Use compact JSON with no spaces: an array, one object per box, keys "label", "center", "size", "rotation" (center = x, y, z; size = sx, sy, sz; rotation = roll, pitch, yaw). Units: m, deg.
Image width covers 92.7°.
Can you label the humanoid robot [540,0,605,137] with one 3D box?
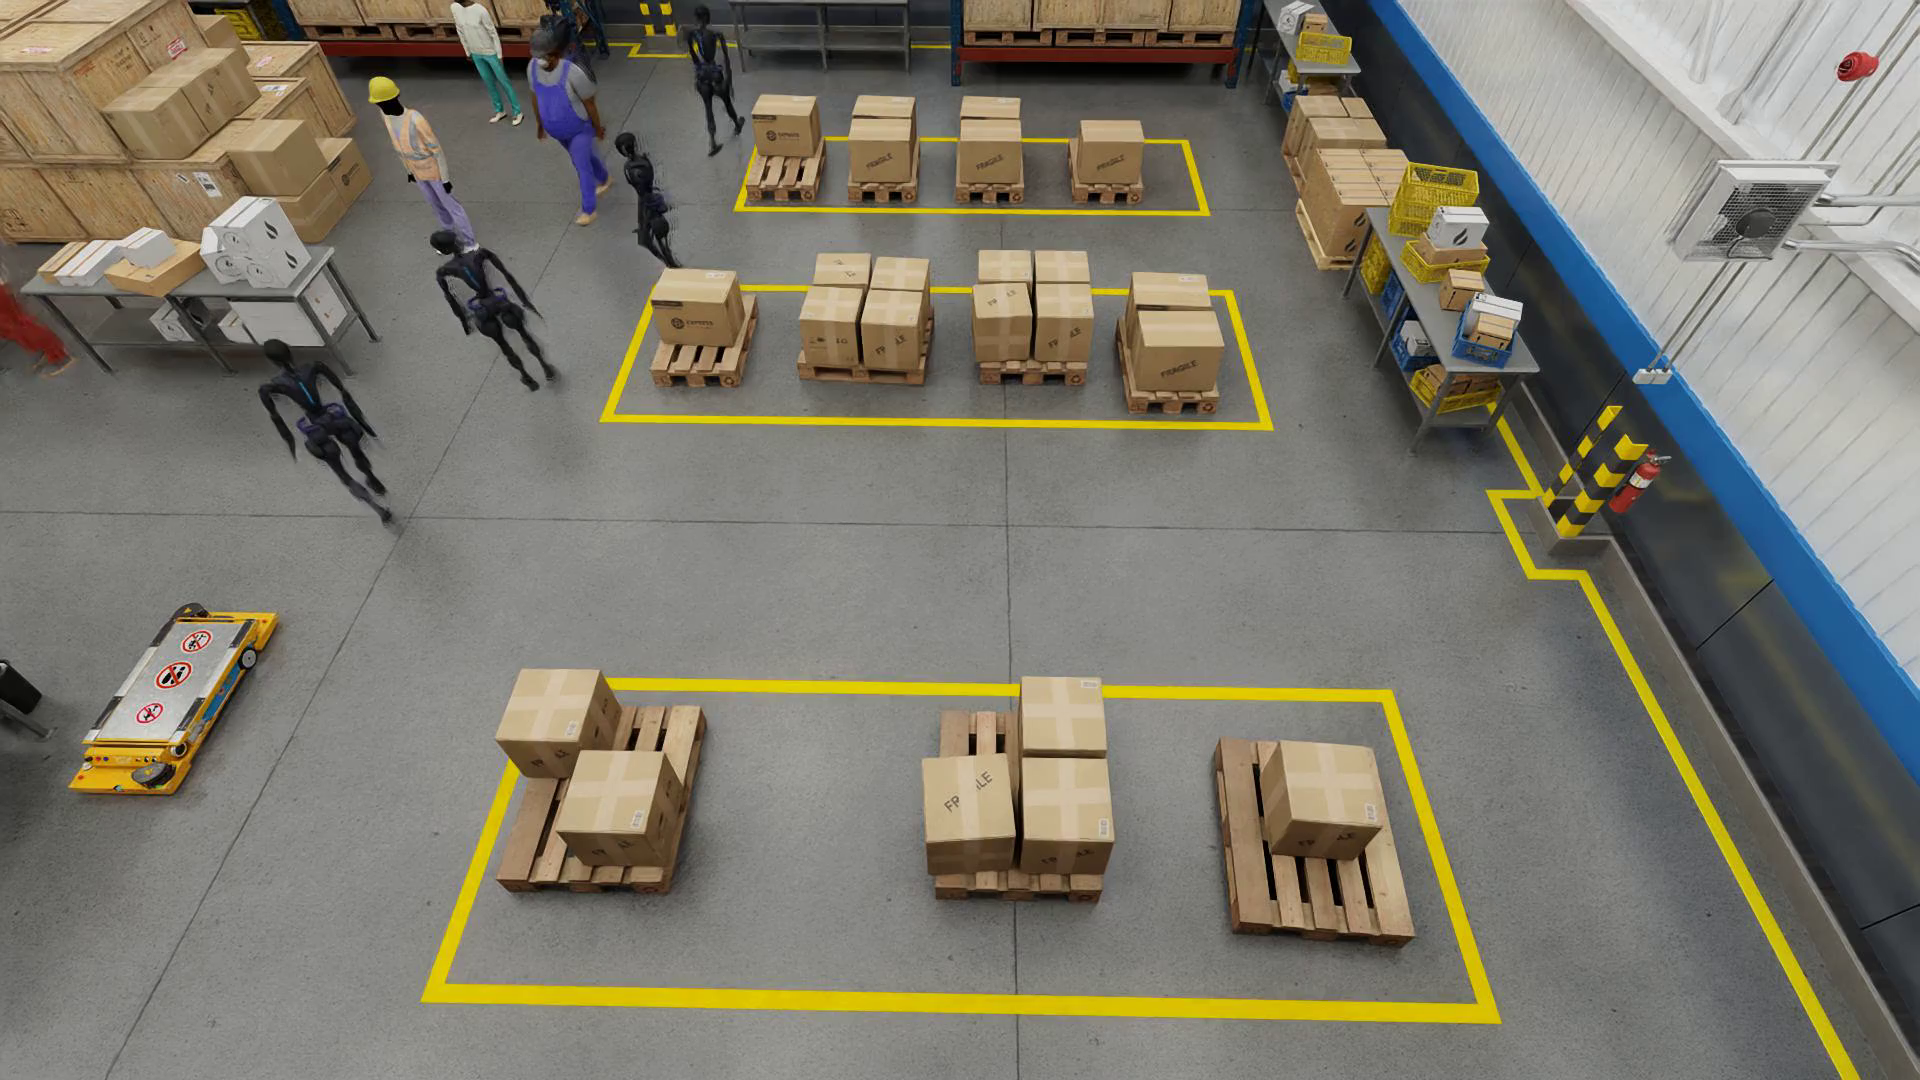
[{"label":"humanoid robot","center":[-4.881,-5.946,11.474],"size":[0.580,1.653,0.315],"rotation":[14,51,12]}]

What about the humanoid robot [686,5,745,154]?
[{"label":"humanoid robot","center":[-3.041,-5.692,11.296],"size":[0.548,1.621,0.818],"rotation":[8,50,7]}]

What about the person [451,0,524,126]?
[{"label":"person","center":[-6.033,-6.166,11.602],"size":[0.528,1.767,0.327],"rotation":[11,51,9]}]

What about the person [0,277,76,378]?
[{"label":"person","center":[-8.825,-2.273,8.171],"size":[0.640,1.972,0.467],"rotation":[22,53,18]}]

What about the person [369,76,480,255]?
[{"label":"person","center":[-5.557,-3.834,9.528],"size":[0.587,1.923,0.379],"rotation":[20,53,16]}]

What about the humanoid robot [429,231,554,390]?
[{"label":"humanoid robot","center":[-4.170,-2.070,8.217],"size":[0.662,1.626,0.425],"rotation":[-26,54,-20]}]

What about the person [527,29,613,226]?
[{"label":"person","center":[-4.320,-4.662,10.152],"size":[0.687,2.000,1.000],"rotation":[16,52,13]}]

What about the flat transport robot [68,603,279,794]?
[{"label":"flat transport robot","center":[-5.504,1.072,6.442],"size":[0.652,0.197,1.431],"rotation":[1,50,1]}]

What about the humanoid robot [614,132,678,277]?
[{"label":"humanoid robot","center":[-3.156,-3.281,9.227],"size":[0.513,1.641,0.588],"rotation":[-20,53,-16]}]

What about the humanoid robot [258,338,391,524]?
[{"label":"humanoid robot","center":[-4.921,-0.831,7.153],"size":[0.635,1.635,0.575],"rotation":[30,56,23]}]
